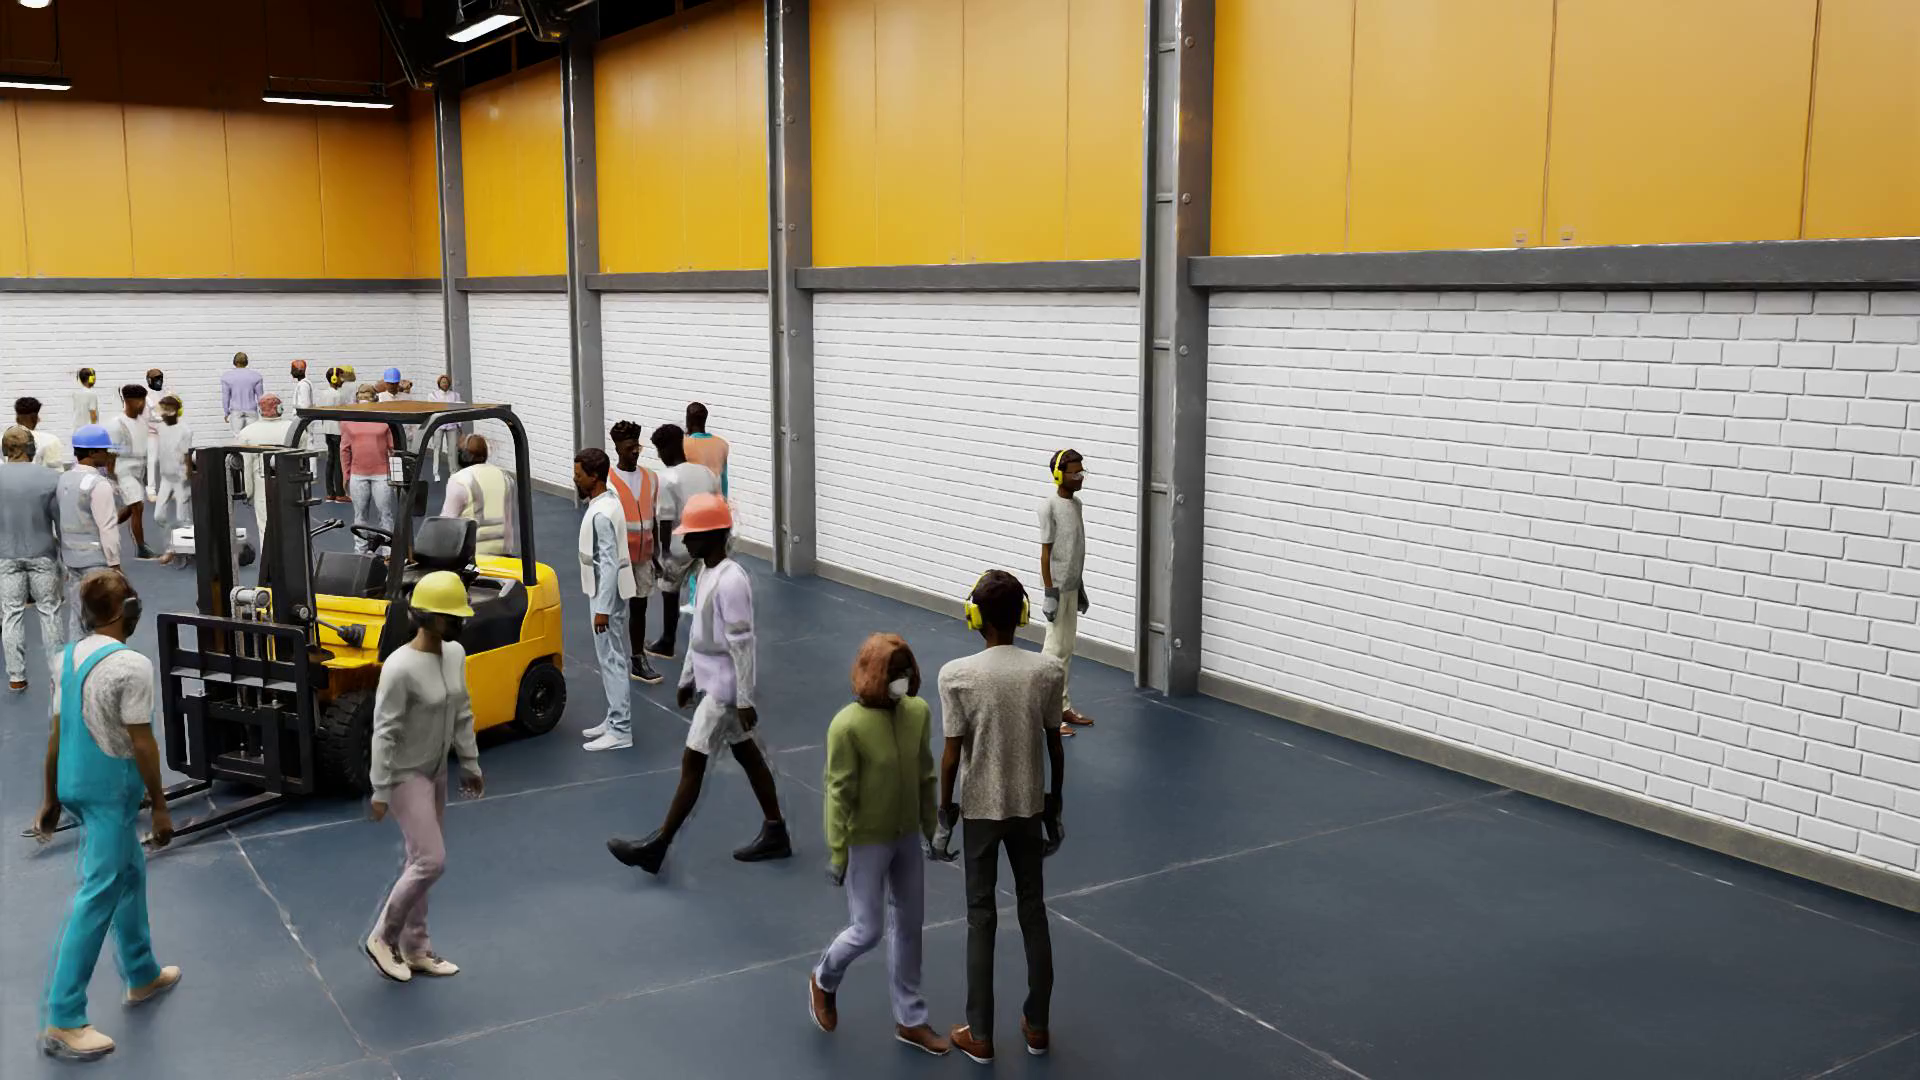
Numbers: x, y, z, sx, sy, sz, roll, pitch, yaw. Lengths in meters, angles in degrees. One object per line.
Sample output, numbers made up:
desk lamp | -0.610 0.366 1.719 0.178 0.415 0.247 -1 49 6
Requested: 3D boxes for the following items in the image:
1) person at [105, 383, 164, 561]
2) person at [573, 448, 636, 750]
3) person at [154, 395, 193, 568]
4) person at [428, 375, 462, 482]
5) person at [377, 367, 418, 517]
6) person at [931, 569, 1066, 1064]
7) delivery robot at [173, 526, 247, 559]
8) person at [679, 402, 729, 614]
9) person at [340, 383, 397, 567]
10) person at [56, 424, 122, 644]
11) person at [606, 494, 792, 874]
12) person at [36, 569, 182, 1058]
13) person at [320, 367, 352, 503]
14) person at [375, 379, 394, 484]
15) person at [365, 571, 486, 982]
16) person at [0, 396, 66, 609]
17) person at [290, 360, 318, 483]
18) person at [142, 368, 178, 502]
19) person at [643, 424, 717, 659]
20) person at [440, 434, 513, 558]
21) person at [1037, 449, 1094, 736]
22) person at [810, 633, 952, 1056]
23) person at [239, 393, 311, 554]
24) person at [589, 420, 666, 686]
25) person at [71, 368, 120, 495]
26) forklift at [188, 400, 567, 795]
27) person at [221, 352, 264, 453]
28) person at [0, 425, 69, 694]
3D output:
person | -9.035 -0.733 17.922 0.863 1.931 0.624 1 8 6
person | -2.237 0.368 10.539 0.370 1.915 0.597 -2 9 -11
person | -8.195 -0.605 17.386 0.538 1.833 0.452 2 9 16
person | -7.897 -1.715 25.506 0.512 1.642 0.311 -5 10 -31
person | -7.222 -1.236 21.252 0.608 1.943 0.402 -6 10 -34
person | 0.147 1.031 6.251 0.515 1.865 0.329 -2 9 -16
delivery robot | -7.834 -0.013 17.361 0.707 0.478 0.477 2 9 13
person | -2.318 -0.285 14.984 0.389 1.910 0.584 8 11 43
person | -6.197 -0.677 17.508 0.628 1.940 0.373 -1 8 -6
person | -6.236 0.139 11.989 0.615 1.942 0.407 6 10 33
person | -1.293 0.716 8.278 0.980 1.885 0.575 -3 9 -17
person | -3.355 1.033 6.489 0.576 1.803 0.706 6 10 34
person | -8.605 -1.446 22.946 0.519 1.865 0.331 7 11 41
person | -8.491 -1.593 24.811 0.343 1.612 0.573 4 10 27
person | -2.208 0.986 6.929 0.421 1.741 0.535 2 9 11
person | -8.493 -0.341 15.214 0.633 1.943 0.453 -1 8 -5
person | -9.928 -1.789 25.211 0.344 1.879 0.577 -3 9 -17
person | -11.124 -1.458 23.101 0.429 1.842 0.636 5 10 29
person | -2.080 0.050 12.773 1.033 1.896 0.689 8 11 43
person | -3.726 0.072 12.957 0.959 1.805 0.637 3 9 19
person | 0.695 0.337 10.934 0.329 1.865 0.508 5 10 29
person | -0.289 1.137 6.327 0.542 1.616 0.519 8 12 43
person | -6.750 -0.498 16.426 0.642 1.905 0.401 -4 9 -26
person | -2.426 0.102 12.160 0.366 1.967 0.603 8 11 42
person | -12.208 -1.511 23.500 0.546 1.826 0.888 4 9 24
forklift | -3.529 0.258 10.348 1.214 2.155 2.313 4 9 25
person | -11.558 -2.064 26.856 0.635 1.939 0.361 -4 9 -23
person | -6.731 0.141 11.999 0.633 1.936 0.355 -3 9 -18
